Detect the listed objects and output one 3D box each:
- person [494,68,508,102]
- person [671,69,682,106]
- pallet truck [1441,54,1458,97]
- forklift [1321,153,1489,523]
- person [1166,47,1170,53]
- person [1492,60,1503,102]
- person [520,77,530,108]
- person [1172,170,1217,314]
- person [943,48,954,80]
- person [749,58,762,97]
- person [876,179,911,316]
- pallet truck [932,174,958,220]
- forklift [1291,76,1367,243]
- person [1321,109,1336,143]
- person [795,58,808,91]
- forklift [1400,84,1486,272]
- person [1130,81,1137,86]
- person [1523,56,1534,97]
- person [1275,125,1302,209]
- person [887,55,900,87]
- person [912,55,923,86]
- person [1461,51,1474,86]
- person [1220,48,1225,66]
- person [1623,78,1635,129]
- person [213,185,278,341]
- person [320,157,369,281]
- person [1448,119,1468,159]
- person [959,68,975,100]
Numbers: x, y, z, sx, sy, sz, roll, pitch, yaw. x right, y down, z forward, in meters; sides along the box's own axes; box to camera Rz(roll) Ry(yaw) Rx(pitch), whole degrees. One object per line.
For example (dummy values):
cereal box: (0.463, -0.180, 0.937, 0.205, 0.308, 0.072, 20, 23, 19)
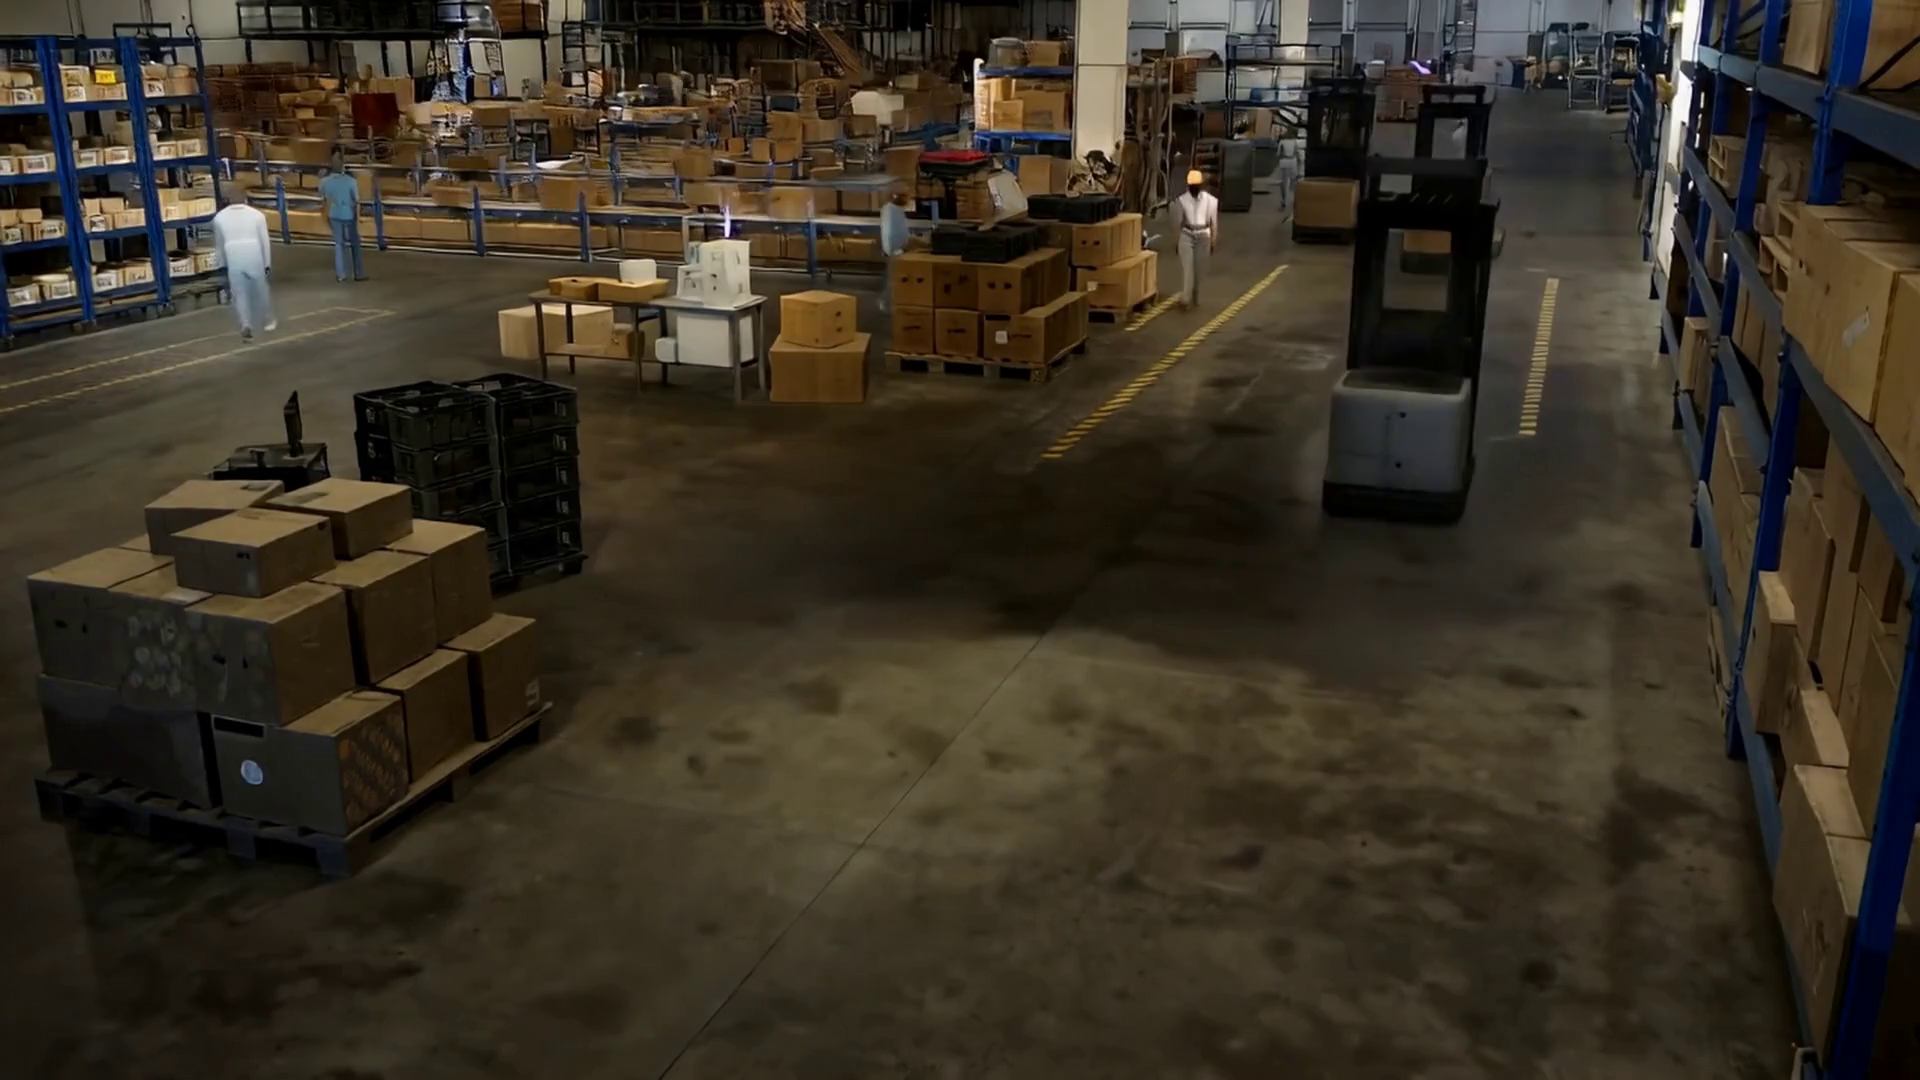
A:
person: (-18.107, -17.718, 65.636, 0.532, 1.768, 0.311, -4, 18, -13)
person: (-10.541, -16.530, 61.736, 0.595, 1.869, 0.597, 8, 19, 23)
pallet truck: (22.765, -21.886, 78.355, 0.823, 1.965, 1.885, -4, 18, -14)
forklift: (3.694, -1.725, 13.575, 1.129, 2.768, 1.873, 6, 19, 19)
person: (11.886, -27.428, 95.905, 0.409, 1.910, 0.603, 4, 18, 14)
person: (23.911, -20.396, 73.954, 0.431, 1.835, 0.623, 6, 19, 18)
person: (-14.150, -14.141, 54.256, 0.498, 1.860, 0.336, 16, 23, 40)
person: (3.167, -4.059, 22.533, 0.596, 1.894, 1.035, 2, 18, 7)
person: (-0.615, -26.153, 91.850, 0.605, 1.944, 0.402, 3, 18, 9)
person: (-8.985, -20.192, 73.146, 0.594, 1.925, 0.369, -12, 21, -33)
person: (-0.837, -3.833, 21.919, 0.420, 1.816, 0.611, 7, 19, 20)
pallet truck: (-0.507, -5.292, 27.348, 0.653, 1.274, 1.630, 6, 19, 19)
forklift: (6.598, -6.755, 29.381, 1.129, 2.768, 1.873, 6, 19, 19)
person: (10.432, -11.771, 47.058, 0.316, 1.700, 0.540, -13, 22, -36)
person: (-6.647, -19.300, 70.161, 0.545, 2.000, 0.707, 11, 21, 31)
forklift: (7.610, -5.687, 26.023, 1.129, 2.768, 1.873, 6, 19, 19)
person: (9.394, -25.409, 89.800, 0.525, 1.769, 0.308, -1, 18, -2)
person: (26.944, -21.948, 78.735, 0.574, 1.886, 0.356, -12, 21, -33)
person: (6.773, -7.680, 34.224, 0.557, 1.671, 0.656, 8, 19, 23)
person: (-3.206, -22.358, 80.035, 0.649, 1.886, 1.047, -1, 18, -4)
person: (-1.947, -20.800, 74.956, 1.034, 1.991, 0.634, -5, 18, -16)
person: (26.344, -24.325, 86.128, 0.642, 1.936, 1.044, -7, 19, -21)
person: (14.414, -26.126, 91.779, 0.550, 1.933, 0.375, -13, 22, -35)
person: (22.972, -14.894, 56.576, 0.563, 1.894, 0.988, -5, 18, -14)
person: (-8.835, -3.445, 20.614, 0.659, 1.864, 0.930, -4, 18, -11)
person: (-9.249, -4.797, 24.921, 0.565, 1.837, 0.401, 0, 18, 0)
person: (10.145, -7.594, 33.629, 0.657, 1.884, 0.526, -8, 19, -22)
person: (0.259, -16.565, 61.801, 0.572, 1.901, 0.445, 0, 18, 0)
